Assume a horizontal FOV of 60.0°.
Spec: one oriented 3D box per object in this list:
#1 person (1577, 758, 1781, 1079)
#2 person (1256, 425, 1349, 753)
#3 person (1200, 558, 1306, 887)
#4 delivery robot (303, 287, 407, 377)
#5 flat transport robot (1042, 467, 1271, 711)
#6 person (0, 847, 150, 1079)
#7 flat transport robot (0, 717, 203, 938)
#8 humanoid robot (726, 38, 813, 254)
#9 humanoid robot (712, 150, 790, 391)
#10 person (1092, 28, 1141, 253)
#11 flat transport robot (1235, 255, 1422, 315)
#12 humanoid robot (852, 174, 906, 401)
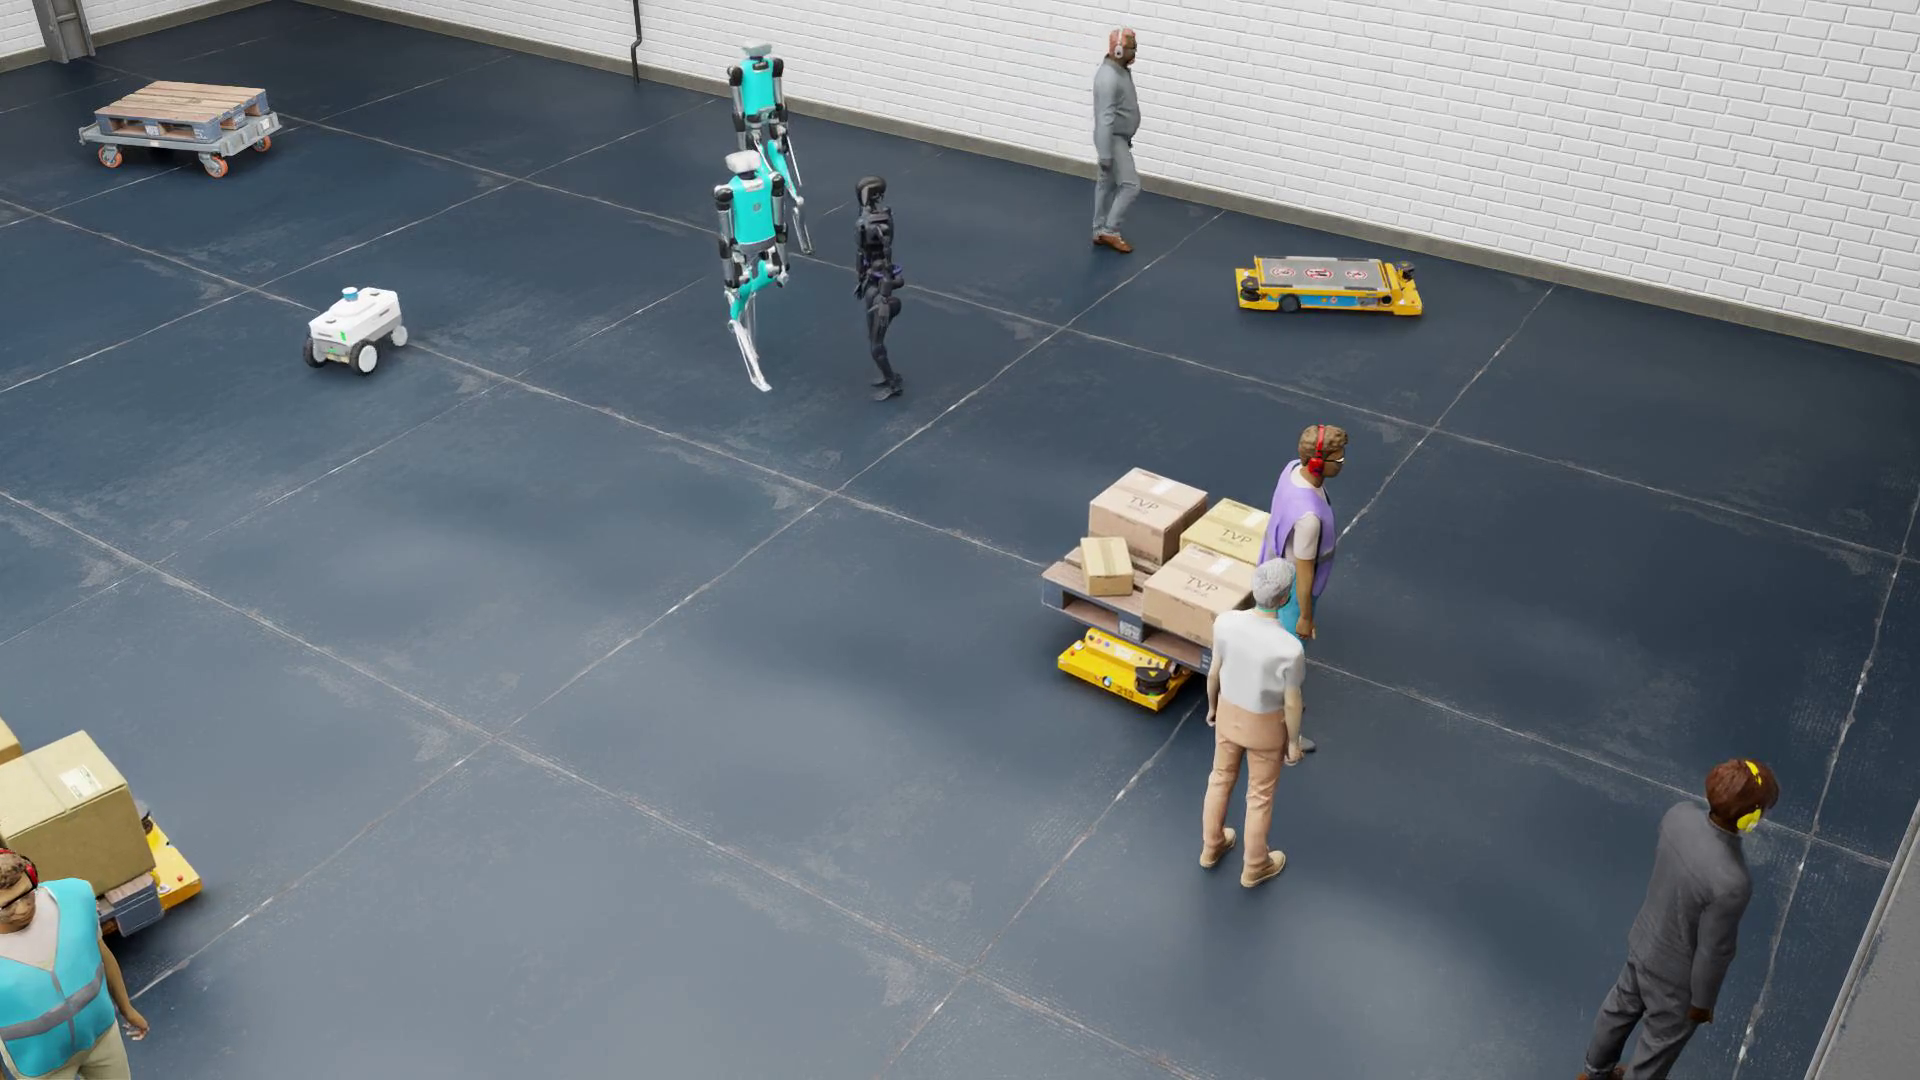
[{"bbox_3d":[2.722,1.580,6.326,0.353,1.866,0.490,-4,33,-6],"label":"person"},{"bbox_3d":[1.694,0.234,8.436,0.375,1.840,0.570,1,33,2],"label":"person"},{"bbox_3d":[1.339,0.834,7.592,0.492,1.744,0.303,24,40,33],"label":"person"},{"bbox_3d":[-4.527,-1.606,12.474,0.499,0.576,0.768,11,34,17],"label":"delivery robot"},{"bbox_3d":[1.229,0.448,9.559,0.659,0.231,1.431,22,39,30],"label":"flat transport robot"},{"bbox_3d":[-3.223,1.811,5.980,0.390,1.846,0.566,17,36,24],"label":"person"},{"bbox_3d":[-4.302,1.725,7.572,1.431,0.231,0.659,-28,42,-36],"label":"flat transport robot"},{"bbox_3d":[-1.520,-3.207,13.990,0.548,1.879,0.813,-26,41,-34],"label":"humanoid robot"},{"bbox_3d":[-1.579,-2.013,12.037,0.551,1.782,0.863,-19,37,-27],"label":"humanoid robot"},{"bbox_3d":[1.362,-3.331,13.935,0.515,1.891,0.668,5,33,8],"label":"person"},{"bbox_3d":[2.971,-2.059,13.460,1.431,0.231,0.659,3,33,4],"label":"flat transport robot"},{"bbox_3d":[-0.560,-1.784,11.733,0.355,1.643,0.595,-13,35,-20],"label":"humanoid robot"}]
